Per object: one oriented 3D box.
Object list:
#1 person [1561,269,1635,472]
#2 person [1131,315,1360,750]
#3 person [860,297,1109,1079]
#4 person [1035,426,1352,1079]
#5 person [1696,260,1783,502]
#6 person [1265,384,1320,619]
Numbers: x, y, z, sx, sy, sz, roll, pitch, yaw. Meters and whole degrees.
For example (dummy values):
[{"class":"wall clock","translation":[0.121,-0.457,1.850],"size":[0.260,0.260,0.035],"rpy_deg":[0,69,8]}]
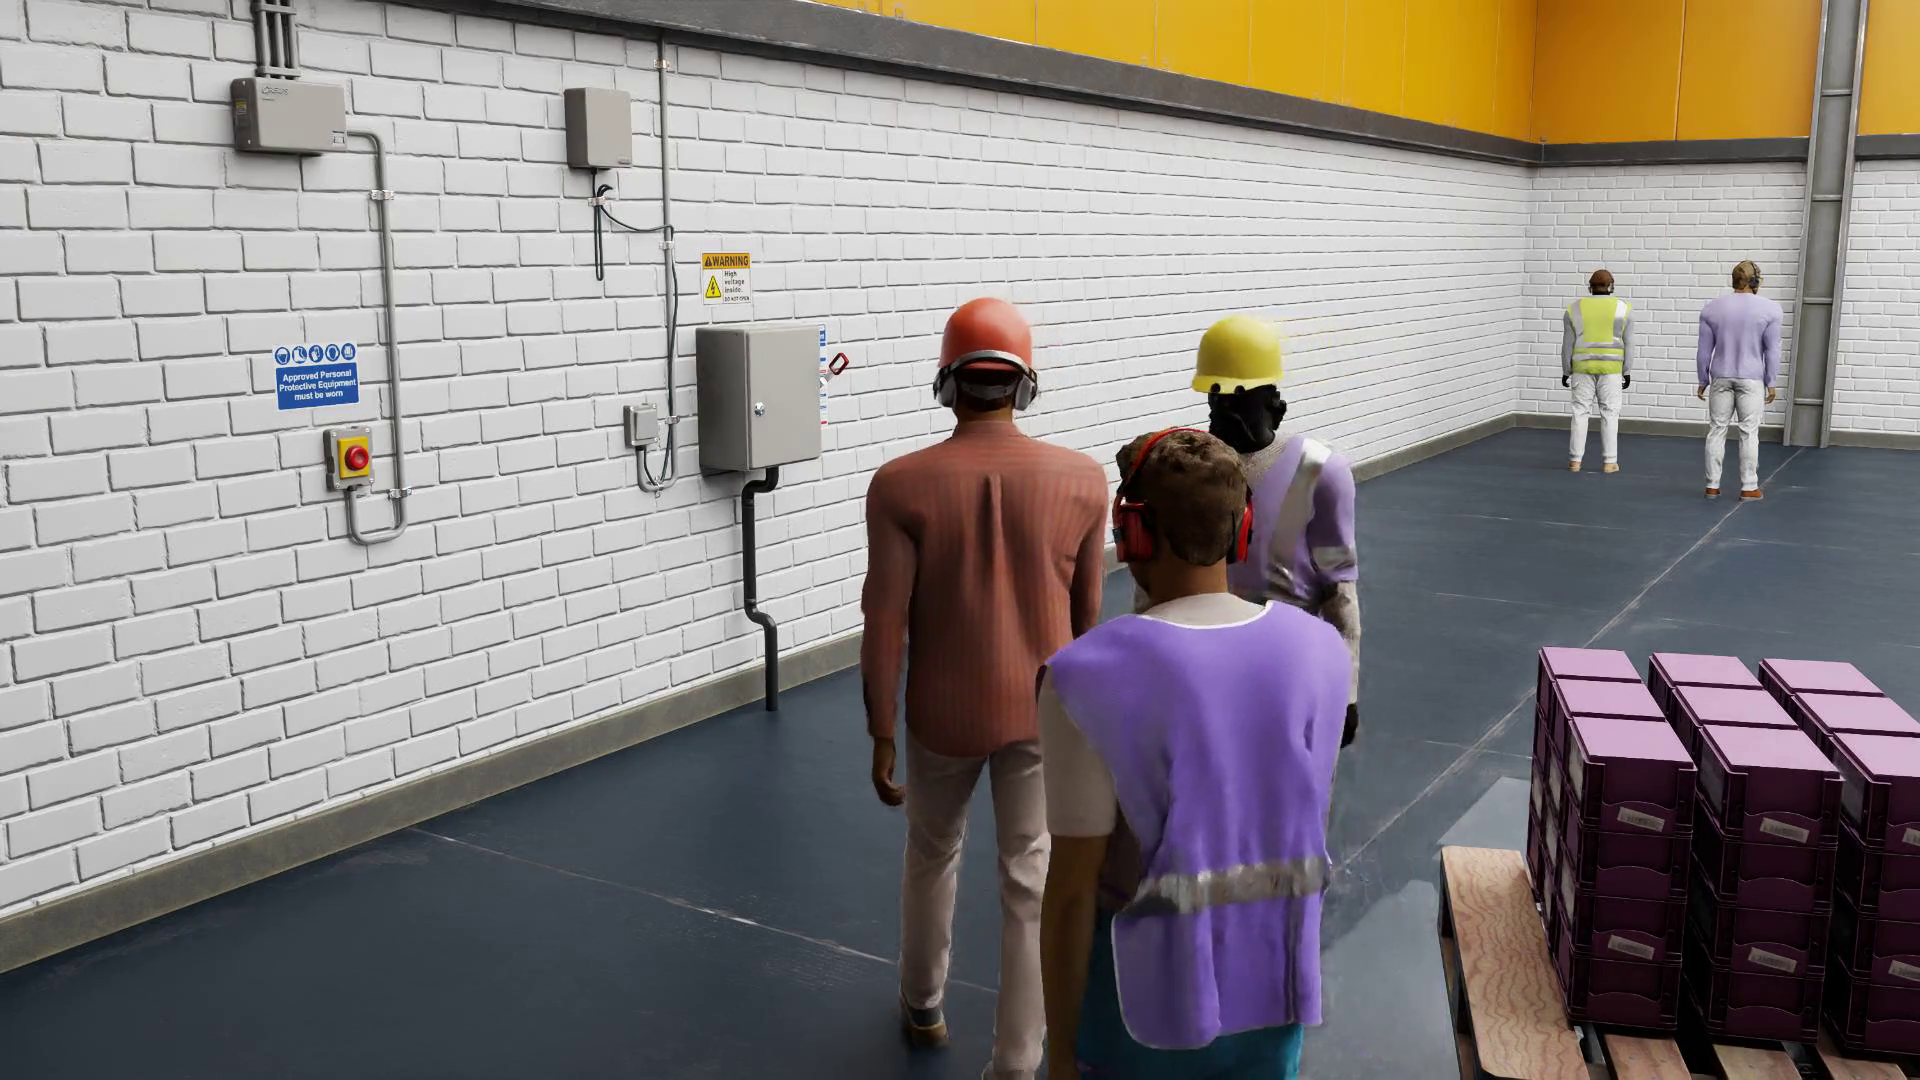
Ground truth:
[{"class":"person","translation":[5.786,-1.529,15.110],"size":[0.621,1.838,0.429],"rpy_deg":[4,11,23]},{"class":"person","translation":[0.691,0.357,4.461],"size":[0.626,1.895,0.791],"rpy_deg":[9,14,42]},{"class":"person","translation":[0.047,0.391,4.125],"size":[0.604,1.950,0.919],"rpy_deg":[-1,10,-6]},{"class":"person","translation":[0.319,0.718,2.737],"size":[0.570,1.804,0.837],"rpy_deg":[-4,11,-21]},{"class":"person","translation":[6.280,-1.279,13.446],"size":[0.629,1.937,0.379],"rpy_deg":[8,13,38]},{"class":"person","translation":[0.932,0.298,5.495],"size":[0.543,1.648,0.896],"rpy_deg":[2,10,11]}]
